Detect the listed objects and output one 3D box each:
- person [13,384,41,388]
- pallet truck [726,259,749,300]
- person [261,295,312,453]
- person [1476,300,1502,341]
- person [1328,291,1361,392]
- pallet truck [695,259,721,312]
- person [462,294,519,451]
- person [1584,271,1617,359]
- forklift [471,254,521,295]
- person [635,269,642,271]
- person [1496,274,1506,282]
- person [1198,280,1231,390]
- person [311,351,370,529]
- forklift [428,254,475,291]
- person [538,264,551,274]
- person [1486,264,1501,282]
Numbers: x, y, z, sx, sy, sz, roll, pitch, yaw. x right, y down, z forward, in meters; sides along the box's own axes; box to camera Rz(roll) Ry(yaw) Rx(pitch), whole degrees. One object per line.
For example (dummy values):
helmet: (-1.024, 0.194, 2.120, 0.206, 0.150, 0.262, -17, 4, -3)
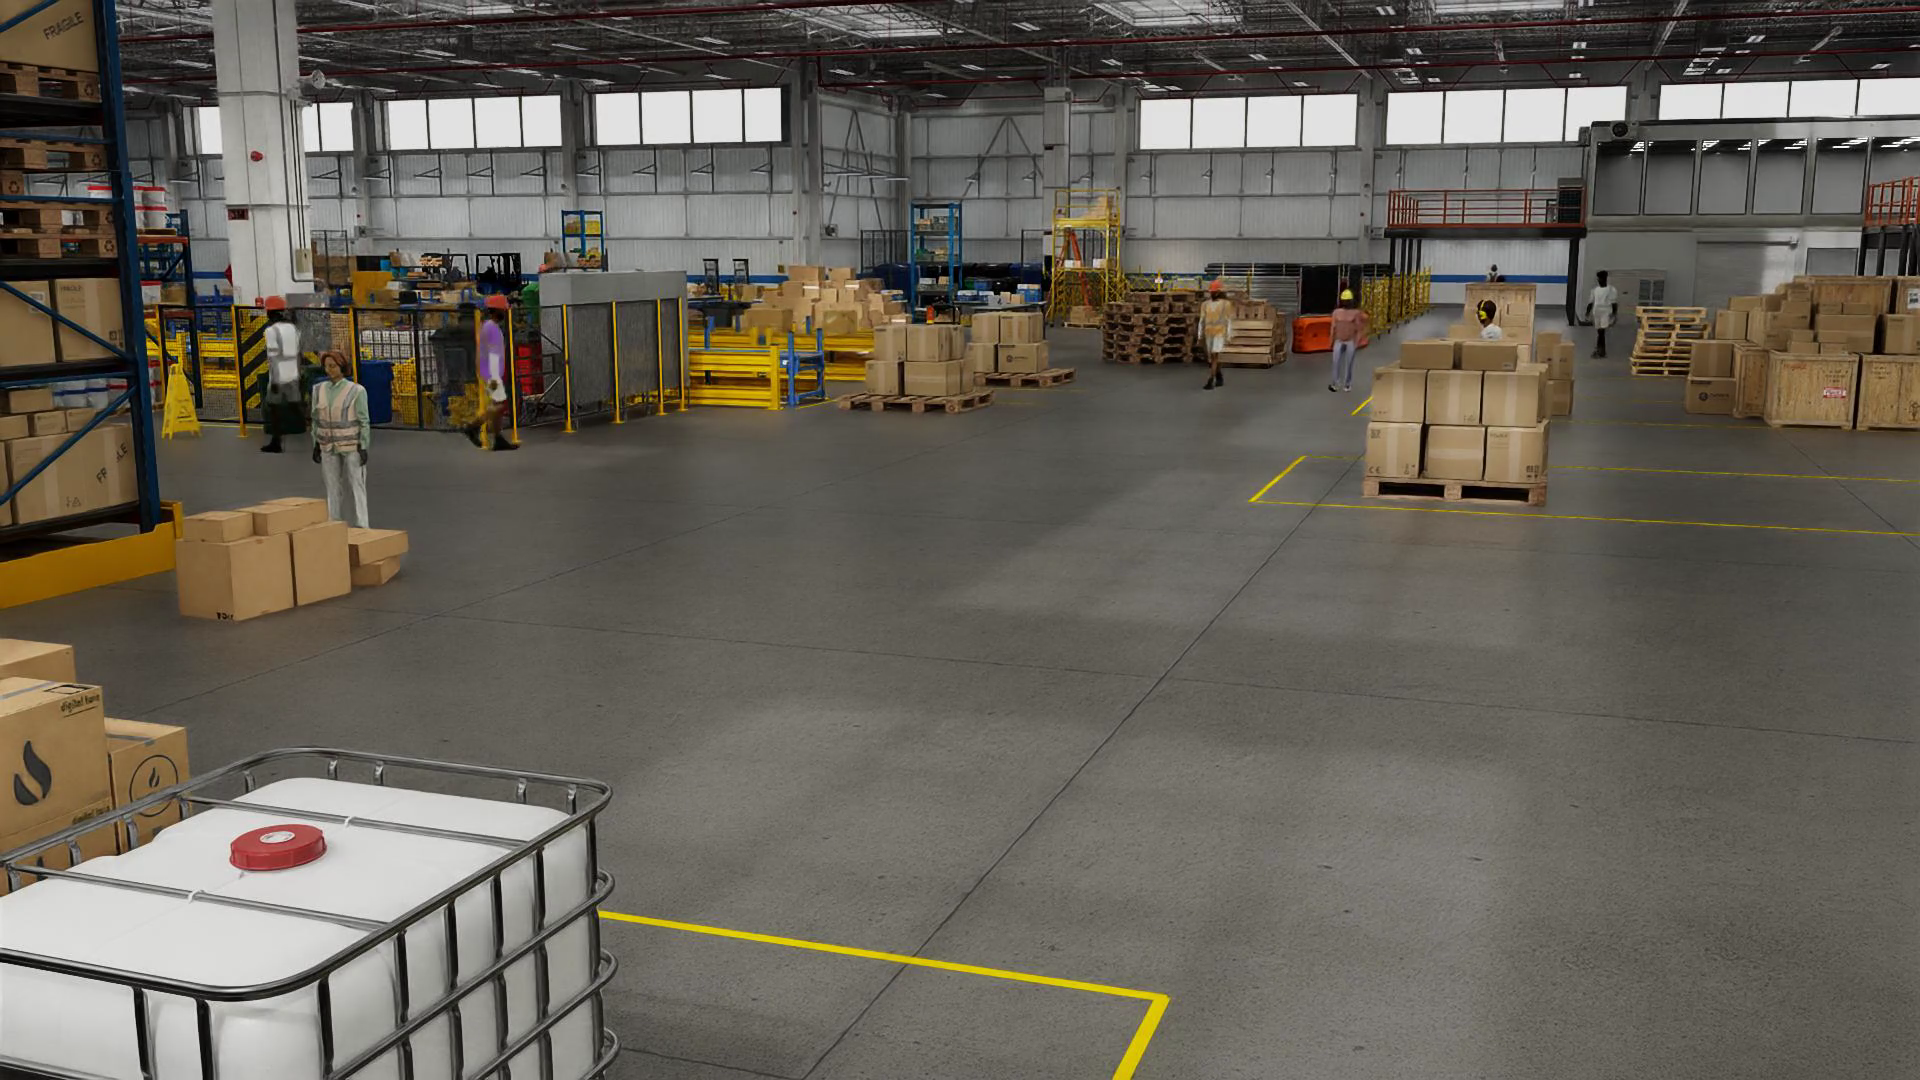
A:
person: (-11.230, -1.828, 19.995, 0.882, 1.583, 0.514, 3, 10, 14)
pallet truck: (-7.986, -9.493, 62.019, 0.823, 1.965, 1.885, 3, 11, 17)
person: (-8.053, -1.982, 19.969, 0.816, 1.918, 0.553, 3, 11, 18)
person: (6.155, -1.874, 19.490, 0.327, 1.865, 0.517, 7, 12, 33)
person: (6.507, -3.348, 28.161, 0.547, 1.717, 0.877, 5, 11, 27)
pallet truck: (-9.165, -9.627, 62.776, 0.823, 1.965, 1.885, 4, 11, 23)
person: (-5.686, -2.017, 20.138, 0.585, 1.916, 0.560, -4, 11, -22)
person: (14.024, -4.937, 36.554, 0.946, 1.921, 0.641, -7, 12, -34)
forklift: (-17.990, -10.121, 64.684, 1.157, 1.987, 2.680, 3, 11, 17)
person: (-8.335, -6.060, 43.024, 0.677, 1.869, 0.877, 8, 13, 39)
person: (11.084, -4.503, 34.192, 0.608, 1.898, 0.646, 7, 12, 33)
person: (4.484, -3.597, 29.083, 0.542, 1.911, 0.902, 6, 12, 30)
person: (-5.116, -0.744, 13.751, 0.513, 1.642, 0.311, 2, 10, 11)
forklift: (-20.133, -10.254, 65.465, 1.157, 1.987, 2.680, 3, 11, 19)
person: (-10.193, -5.807, 41.208, 0.487, 2.015, 0.747, -3, 10, -15)
person: (18.771, -8.778, 58.461, 0.519, 1.831, 0.395, 6, 12, 31)
